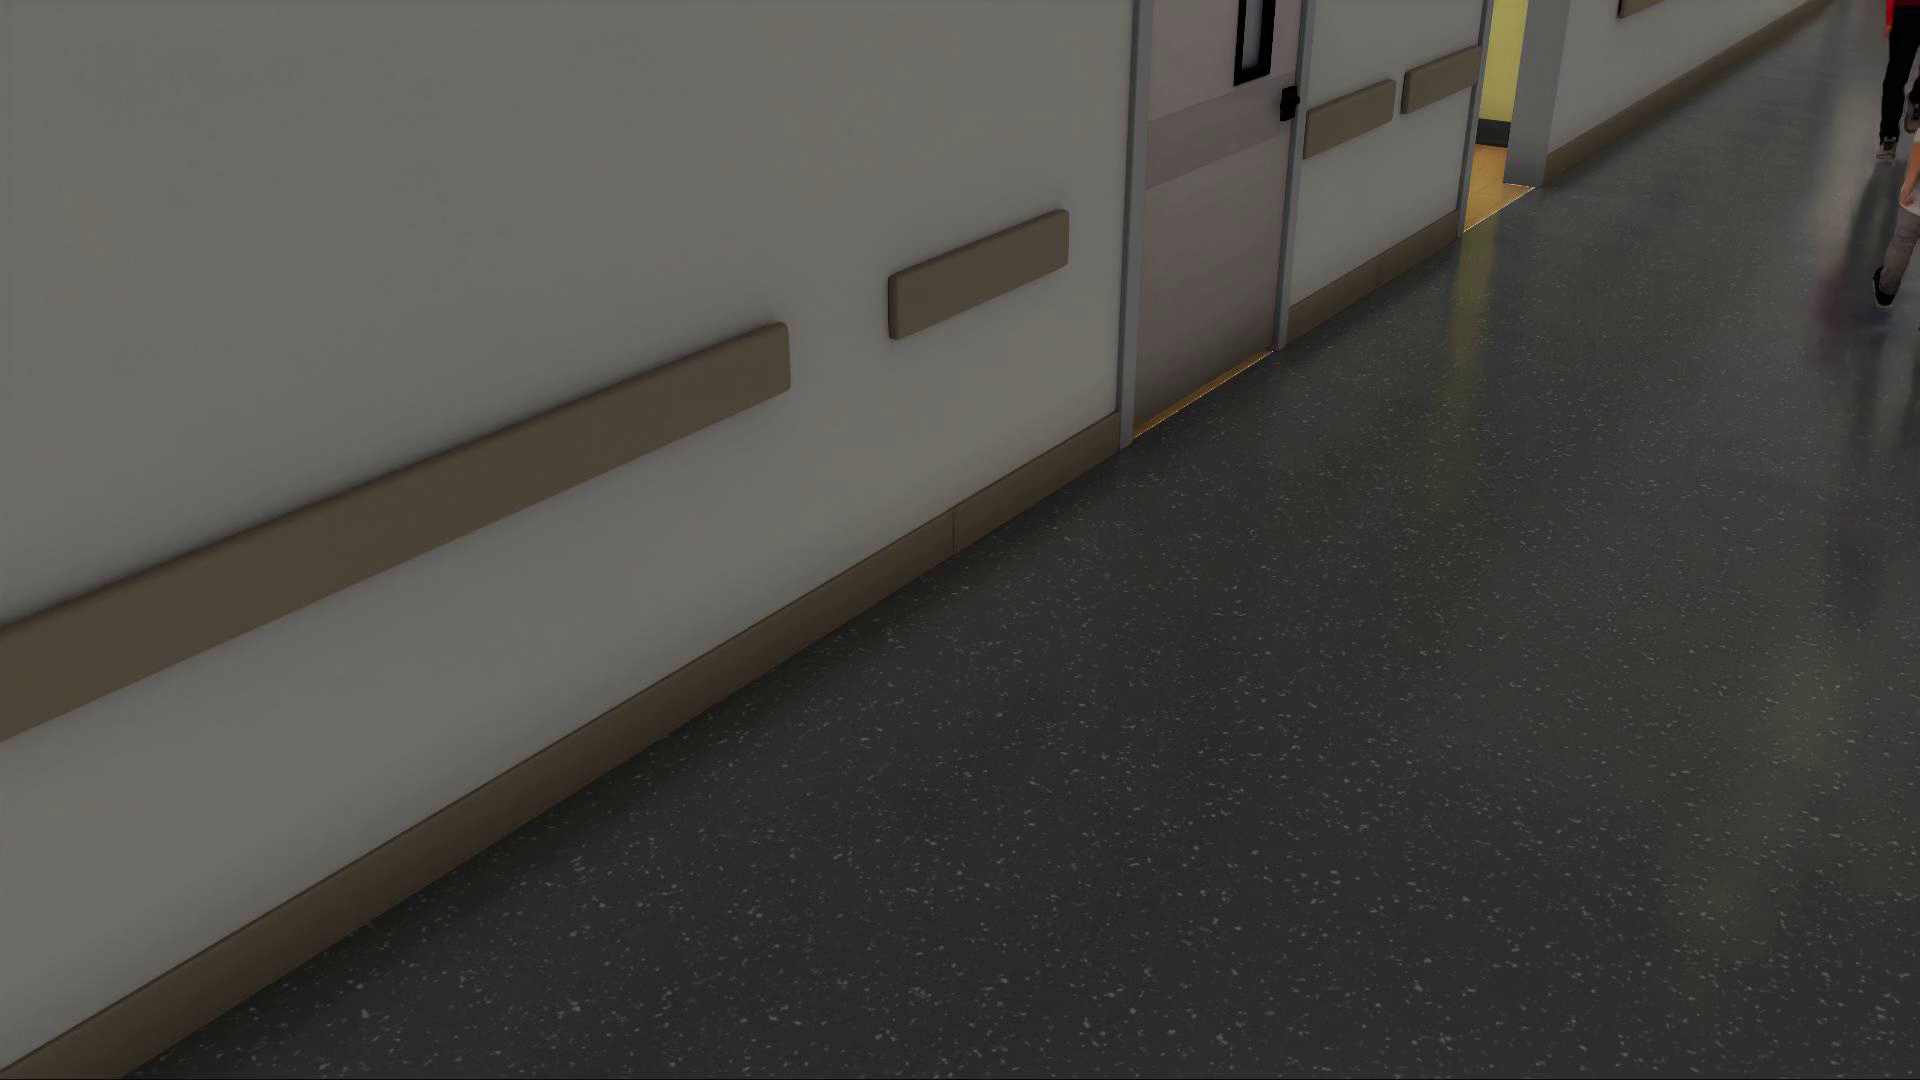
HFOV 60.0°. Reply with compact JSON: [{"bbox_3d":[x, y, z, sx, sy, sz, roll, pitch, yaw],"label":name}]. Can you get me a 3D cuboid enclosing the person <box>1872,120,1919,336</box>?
[{"bbox_3d":[4.150,-1.500,6.930,0.927,1.402,0.752,8,27,17],"label":"person"}]
